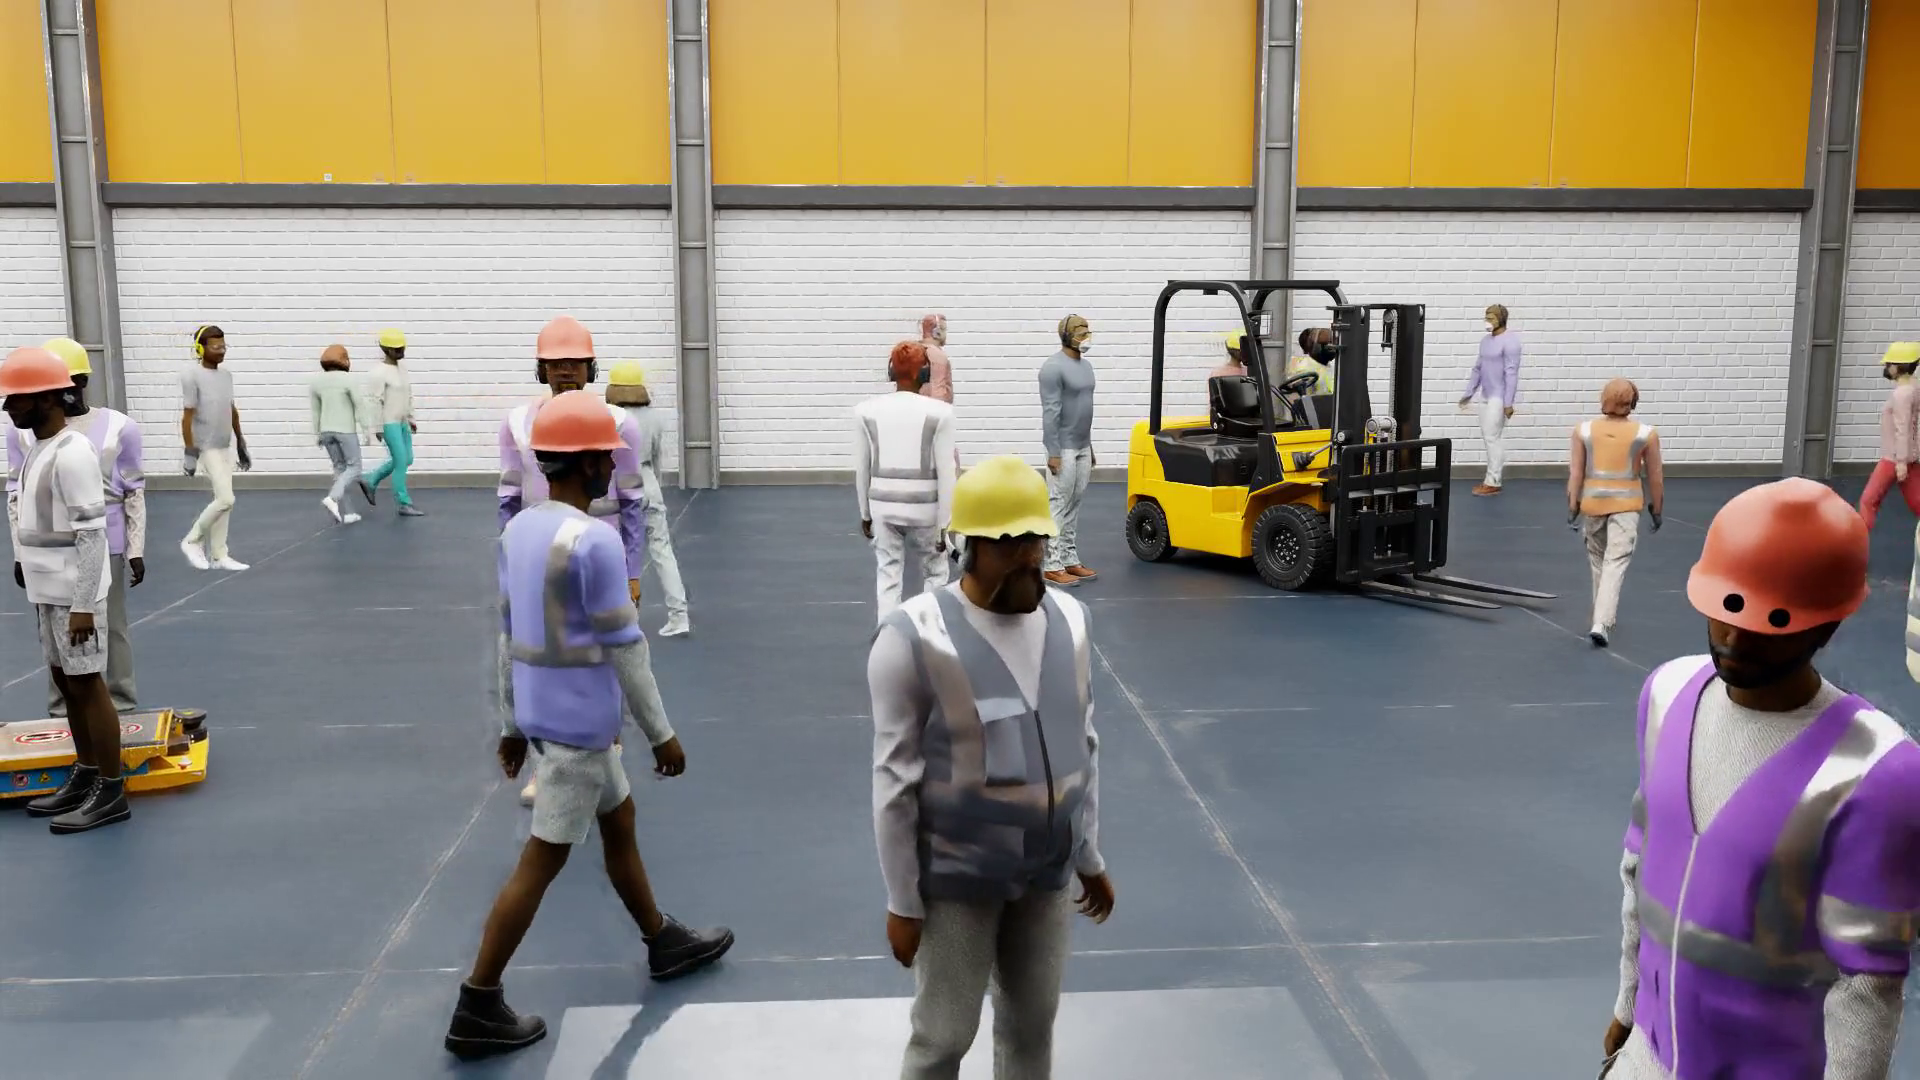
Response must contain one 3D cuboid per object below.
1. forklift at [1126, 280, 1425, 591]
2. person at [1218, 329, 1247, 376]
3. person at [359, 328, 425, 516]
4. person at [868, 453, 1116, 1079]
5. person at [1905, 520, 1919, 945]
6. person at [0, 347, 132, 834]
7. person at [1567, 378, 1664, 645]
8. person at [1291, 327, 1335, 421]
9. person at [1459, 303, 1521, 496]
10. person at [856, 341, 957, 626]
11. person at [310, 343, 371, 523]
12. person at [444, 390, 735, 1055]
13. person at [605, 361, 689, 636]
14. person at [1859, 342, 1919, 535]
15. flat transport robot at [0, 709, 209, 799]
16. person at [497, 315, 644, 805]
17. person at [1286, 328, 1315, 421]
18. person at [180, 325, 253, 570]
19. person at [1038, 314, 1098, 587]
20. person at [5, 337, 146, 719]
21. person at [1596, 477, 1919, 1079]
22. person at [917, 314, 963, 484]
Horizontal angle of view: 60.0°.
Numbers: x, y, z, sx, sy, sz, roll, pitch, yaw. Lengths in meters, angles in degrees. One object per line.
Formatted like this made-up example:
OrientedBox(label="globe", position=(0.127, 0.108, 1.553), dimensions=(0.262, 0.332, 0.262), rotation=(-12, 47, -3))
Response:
OrientedBox(label="forklift", position=(2.301, -0.860, 12.475), dimensions=(1.214, 2.155, 2.313), rotation=(-6, 11, -35))
OrientedBox(label="person", position=(2.417, -1.000, 14.738), dimensions=(0.452, 1.744, 0.543), rotation=(6, 11, 34))
OrientedBox(label="person", position=(-5.264, -1.084, 15.289), dimensions=(0.608, 1.737, 0.542), rotation=(2, 9, 11))
OrientedBox(label="person", position=(0.087, 0.714, 3.742), dimensions=(0.594, 1.837, 0.403), rotation=(-6, 11, -34))
OrientedBox(label="person", position=(3.334, 0.438, 5.465), dimensions=(0.404, 1.829, 0.600), rotation=(9, 12, 43))
OrientedBox(label="person", position=(-3.597, 0.200, 6.630), dimensions=(0.372, 1.933, 0.552), rotation=(-8, 12, -42))
OrientedBox(label="person", position=(3.959, -0.181, 10.085), dimensions=(0.532, 1.595, 0.859), rotation=(6, 11, 33))
OrientedBox(label="person", position=(2.897, -0.844, 13.648), dimensions=(0.961, 1.807, 0.630), rotation=(5, 10, 30))
OrientedBox(label="person", position=(5.364, -1.417, 16.775), dimensions=(0.441, 1.930, 0.647), rotation=(-1, 9, -7))
OrientedBox(label="person", position=(-0.276, -0.139, 8.996), dimensions=(0.580, 1.862, 0.669), rotation=(2, 9, 12))
OrientedBox(label="person", position=(-5.518, -0.931, 14.708), dimensions=(0.554, 1.611, 0.561), rotation=(2, 9, 15))
OrientedBox(label="person", position=(-1.119, 0.510, 4.874), dimensions=(1.013, 1.889, 0.551), rotation=(-7, 11, -37))
OrientedBox(label="person", position=(-2.004, -0.254, 10.262), dimensions=(0.927, 1.696, 0.495), rotation=(7, 11, 37))
OrientedBox(label="person", position=(7.056, -0.619, 12.452), dimensions=(0.924, 1.725, 0.533), rotation=(7, 12, 38))
OrientedBox(label="flat transport robot", position=(-4.024, 0.947, 7.148), dimensions=(1.431, 0.197, 0.652), rotation=(-4, 10, -22))
OrientedBox(label="person", position=(-1.619, 0.095, 6.941), dimensions=(0.607, 2.048, 0.368), rotation=(0, 9, 0))
OrientedBox(label="person", position=(3.492, -1.298, 16.815), dimensions=(0.321, 1.691, 0.531), rotation=(-5, 10, -29))
OrientedBox(label="person", position=(-5.537, -0.672, 12.387), dimensions=(0.421, 1.848, 0.527), rotation=(1, 9, 6))
OrientedBox(label="person", position=(0.789, -0.648, 11.946), dimensions=(0.370, 1.941, 0.627), rotation=(5, 11, 30))
OrientedBox(label="person", position=(-4.117, 0.022, 7.778), dimensions=(0.587, 1.927, 0.364), rotation=(-3, 9, -15))
OrientedBox(label="person", position=(1.244, 0.836, 2.701), dimensions=(0.433, 1.914, 0.588), rotation=(-3, 10, -20))
OrientedBox(label="person", position=(-0.152, -1.057, 14.716), dimensions=(0.933, 1.864, 0.679), rotation=(-5, 10, -28))
